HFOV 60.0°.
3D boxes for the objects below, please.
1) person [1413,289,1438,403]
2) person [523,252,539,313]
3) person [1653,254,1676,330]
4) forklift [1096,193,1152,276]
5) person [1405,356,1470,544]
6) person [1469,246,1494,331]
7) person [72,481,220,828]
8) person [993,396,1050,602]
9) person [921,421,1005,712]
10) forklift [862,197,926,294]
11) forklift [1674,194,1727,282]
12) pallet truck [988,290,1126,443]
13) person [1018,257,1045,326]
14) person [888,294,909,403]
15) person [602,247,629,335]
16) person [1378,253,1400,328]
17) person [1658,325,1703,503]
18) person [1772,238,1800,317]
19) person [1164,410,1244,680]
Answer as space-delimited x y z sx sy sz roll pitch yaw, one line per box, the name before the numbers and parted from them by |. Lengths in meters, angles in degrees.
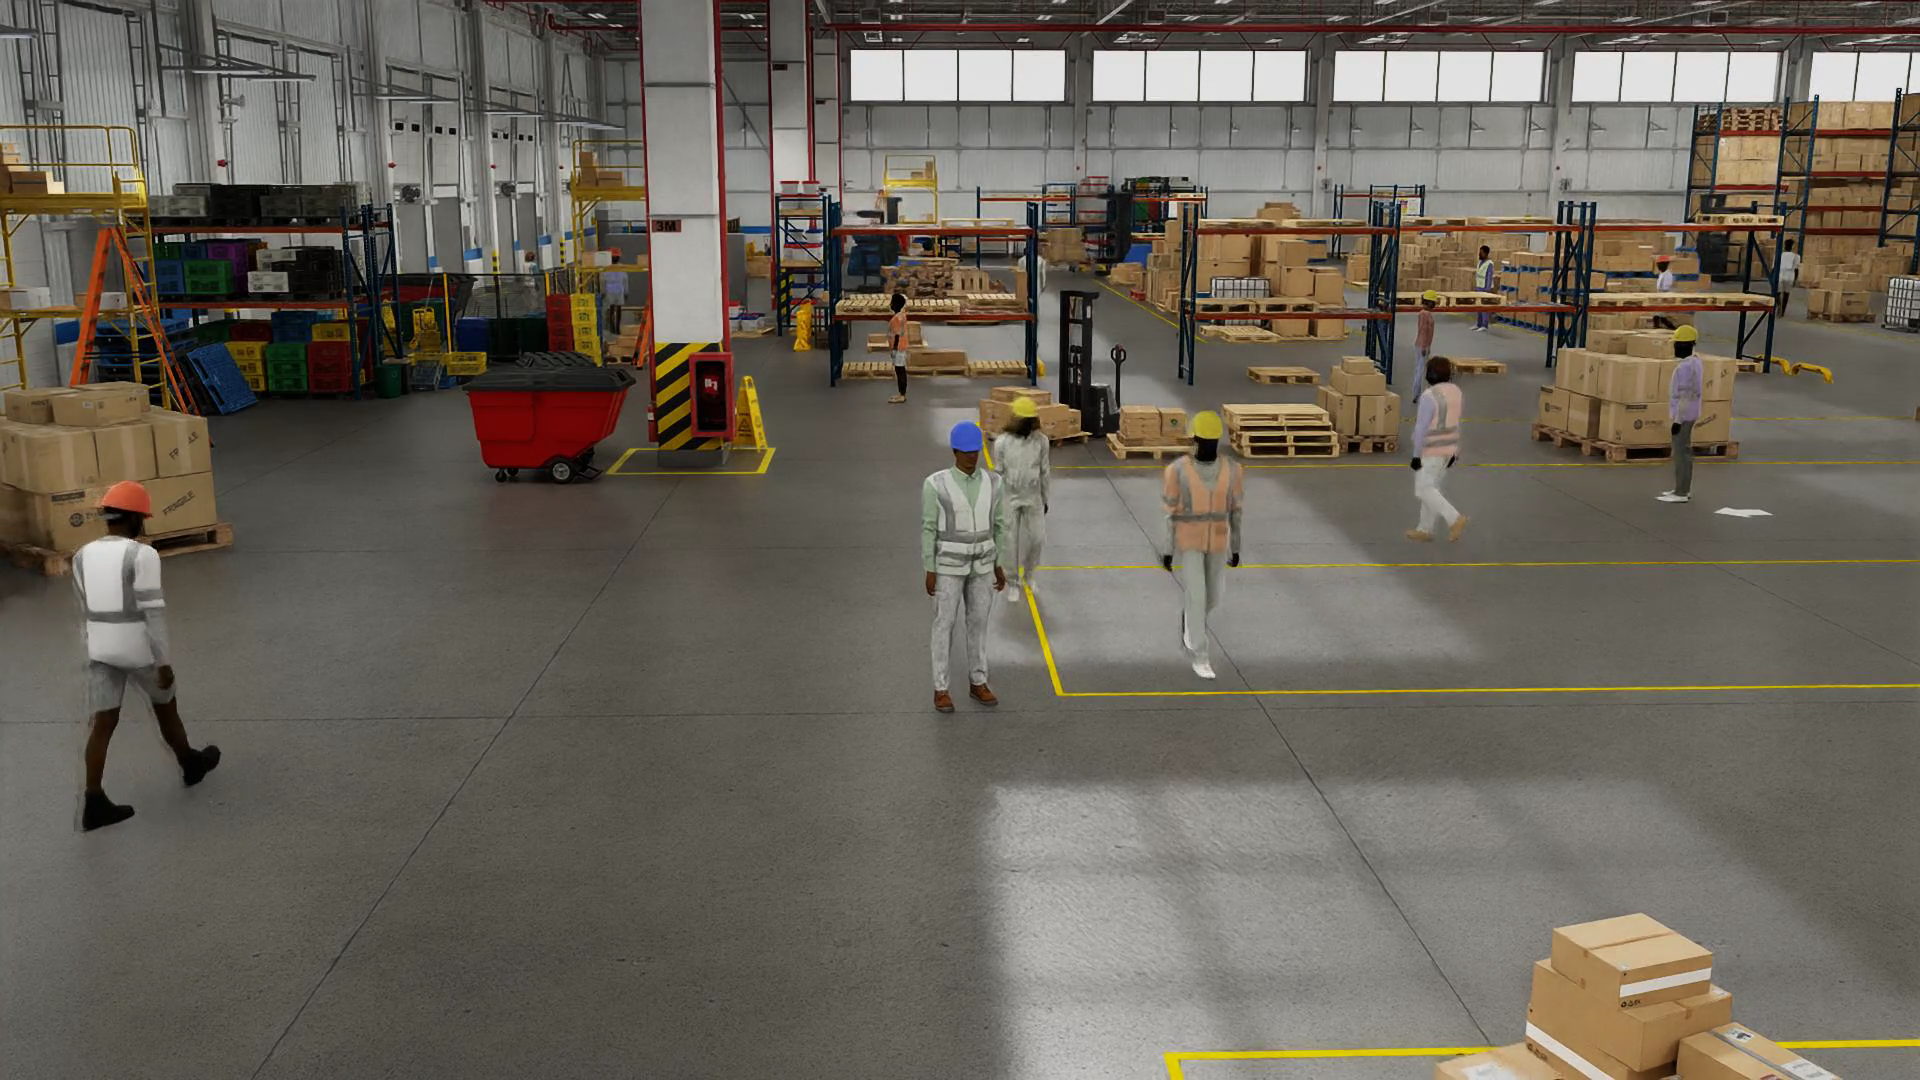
person | 7.213 -2.995 25.787 0.313 1.767 0.523 5 13 20
person | -10.472 -6.209 40.607 0.518 1.632 0.311 12 17 43
person | 14.485 -4.891 34.053 0.843 1.903 0.566 2 13 10
forklift | 5.681 -10.456 56.928 1.873 2.768 1.129 0 12 -2
person | 4.604 -0.842 15.917 0.631 1.828 0.667 -12 17 -43
person | 11.804 -5.667 37.497 0.392 1.919 0.590 -2 13 -9
person | -4.625 0.609 9.319 0.611 1.847 1.040 2 13 11
person | 0.506 -0.337 13.870 0.518 1.734 0.334 -2 13 -10
person | 0.028 0.169 11.082 0.602 1.948 0.386 -6 14 -24
forklift | -1.942 -8.638 48.720 1.873 2.768 1.129 0 12 -2
forklift | 24.445 -9.866 54.266 1.129 2.768 1.873 -7 14 -29
pallet truck | 1.257 -2.299 22.111 1.885 1.965 0.823 -9 15 -35
person | 1.656 -5.884 38.555 0.639 1.890 1.000 1 13 3
person | -0.962 -2.974 25.835 0.317 1.700 0.538 2 13 7
person | -7.574 -5.478 36.633 0.586 1.920 0.419 -8 15 -31
person | 9.812 -5.736 38.064 0.533 1.804 0.488 10 16 37
person | 7.828 -1.366 18.061 0.382 1.924 0.594 8 15 31
person | 20.356 -6.468 41.037 0.610 1.947 0.566 5 14 22
person | 1.732 -0.007 11.986 0.590 1.905 0.781 -3 13 -12
